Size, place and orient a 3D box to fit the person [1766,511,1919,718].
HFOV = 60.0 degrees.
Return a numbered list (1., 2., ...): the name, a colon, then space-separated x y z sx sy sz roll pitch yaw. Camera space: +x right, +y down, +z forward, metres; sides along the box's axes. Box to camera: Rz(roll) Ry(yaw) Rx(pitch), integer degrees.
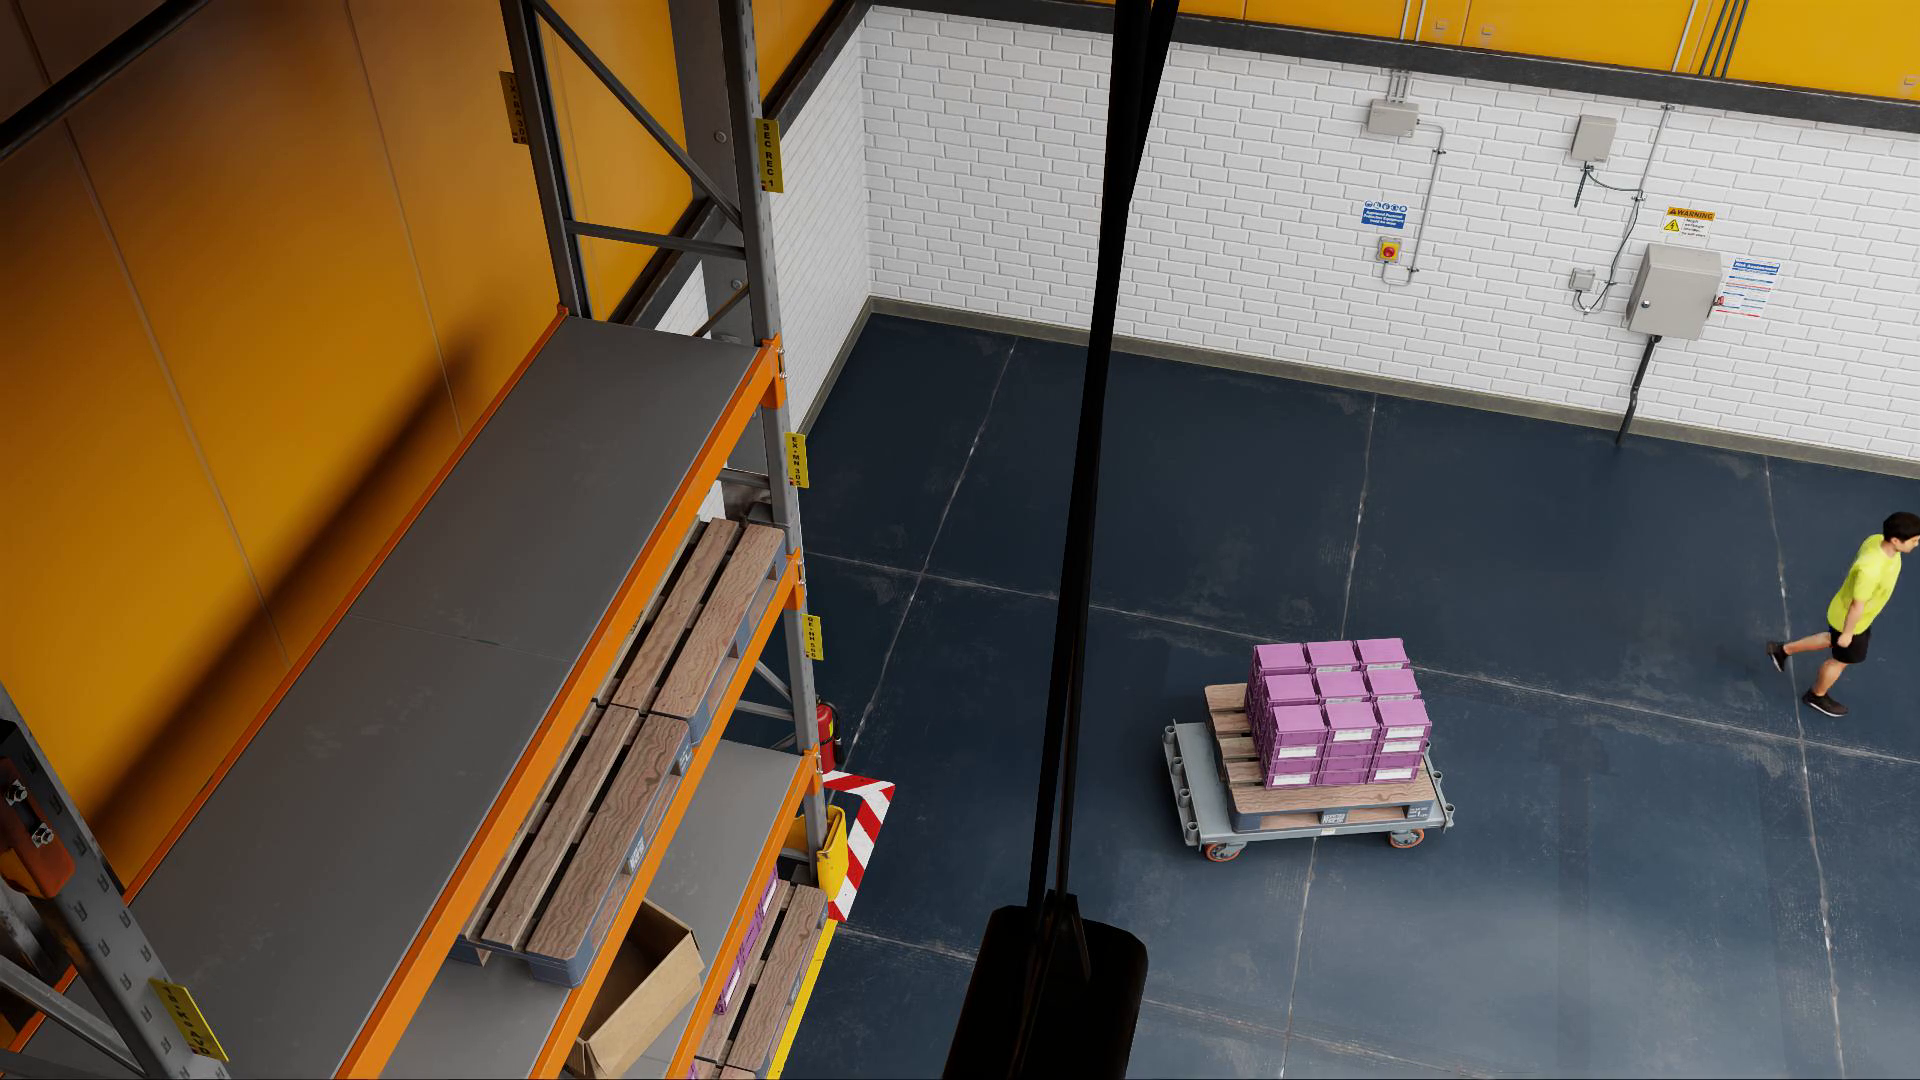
1. person: 5.625 0.428 10.604 0.831 1.691 0.861 23 48 22
